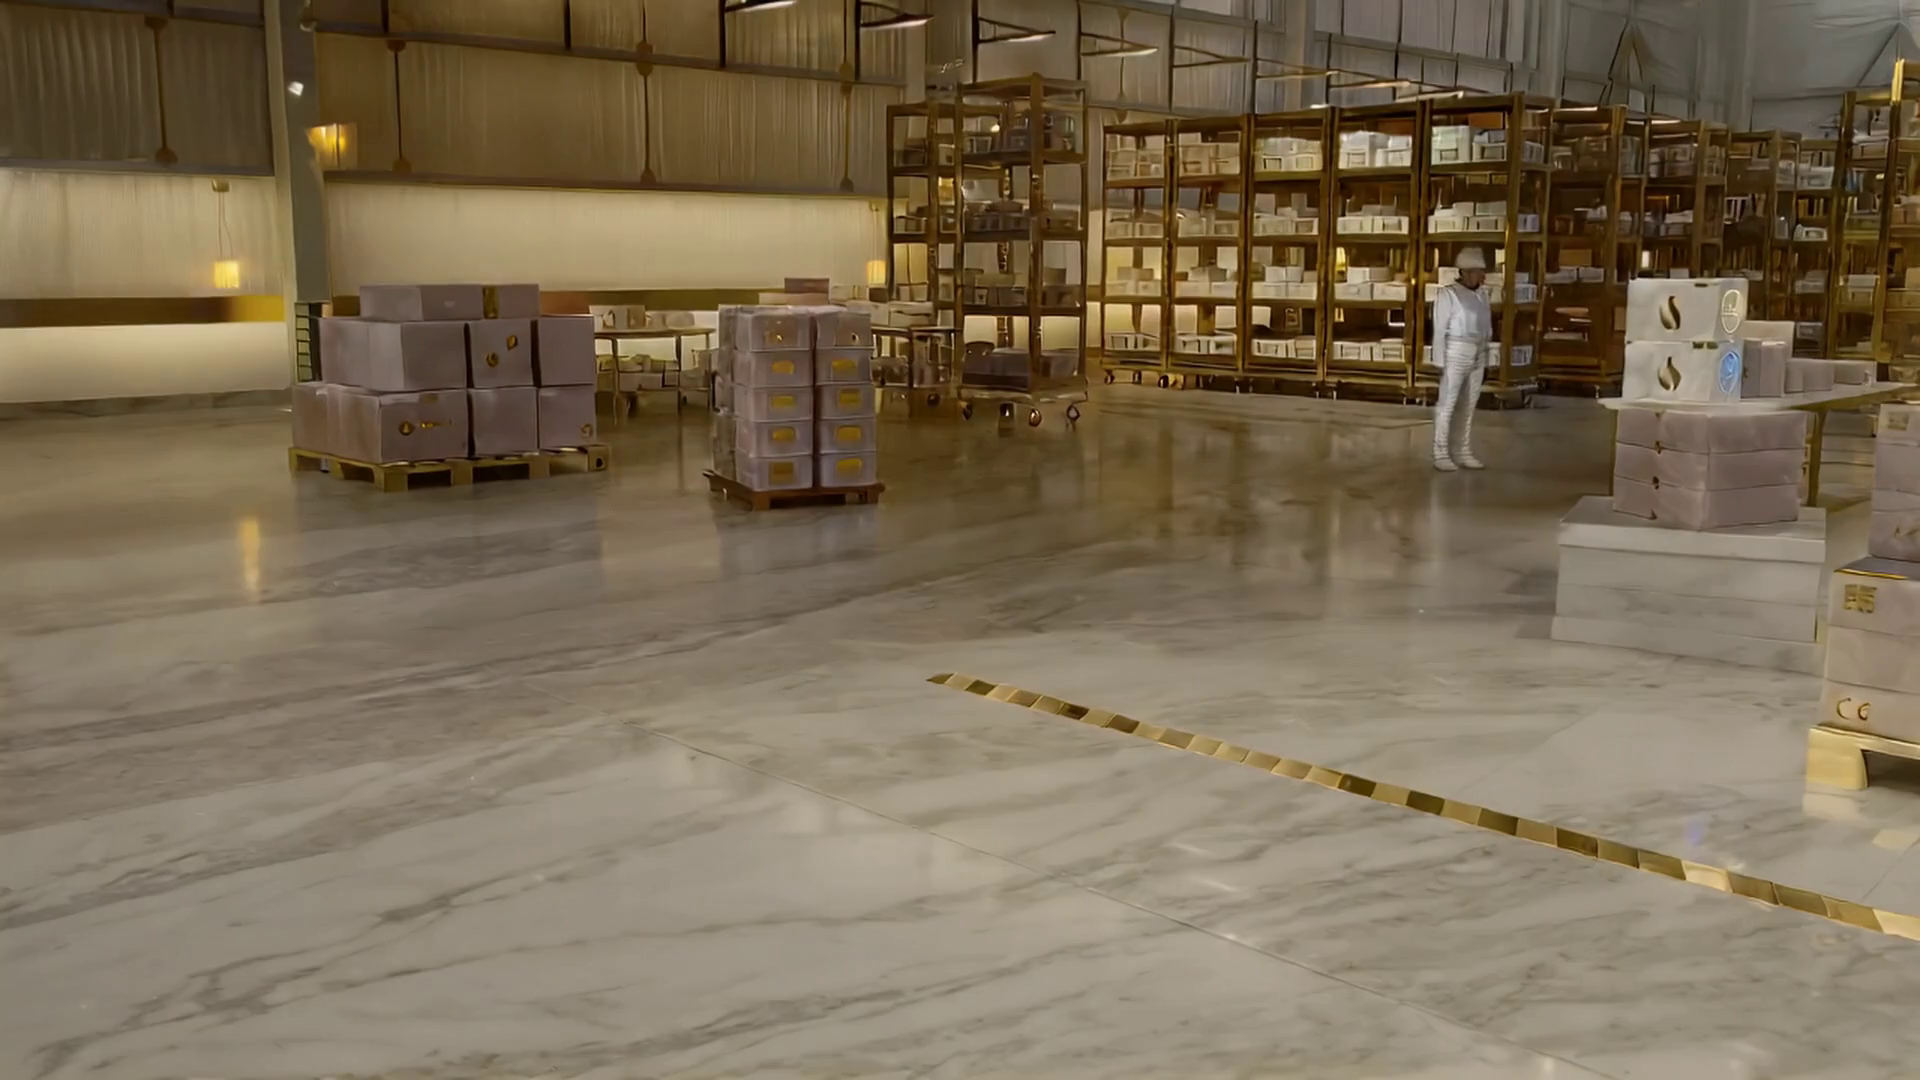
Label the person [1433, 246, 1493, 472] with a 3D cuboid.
[{"bbox_3d":[4.141,-1.480,13.652,0.591,1.833,0.404,-5,11,-28],"label":"person"}]
